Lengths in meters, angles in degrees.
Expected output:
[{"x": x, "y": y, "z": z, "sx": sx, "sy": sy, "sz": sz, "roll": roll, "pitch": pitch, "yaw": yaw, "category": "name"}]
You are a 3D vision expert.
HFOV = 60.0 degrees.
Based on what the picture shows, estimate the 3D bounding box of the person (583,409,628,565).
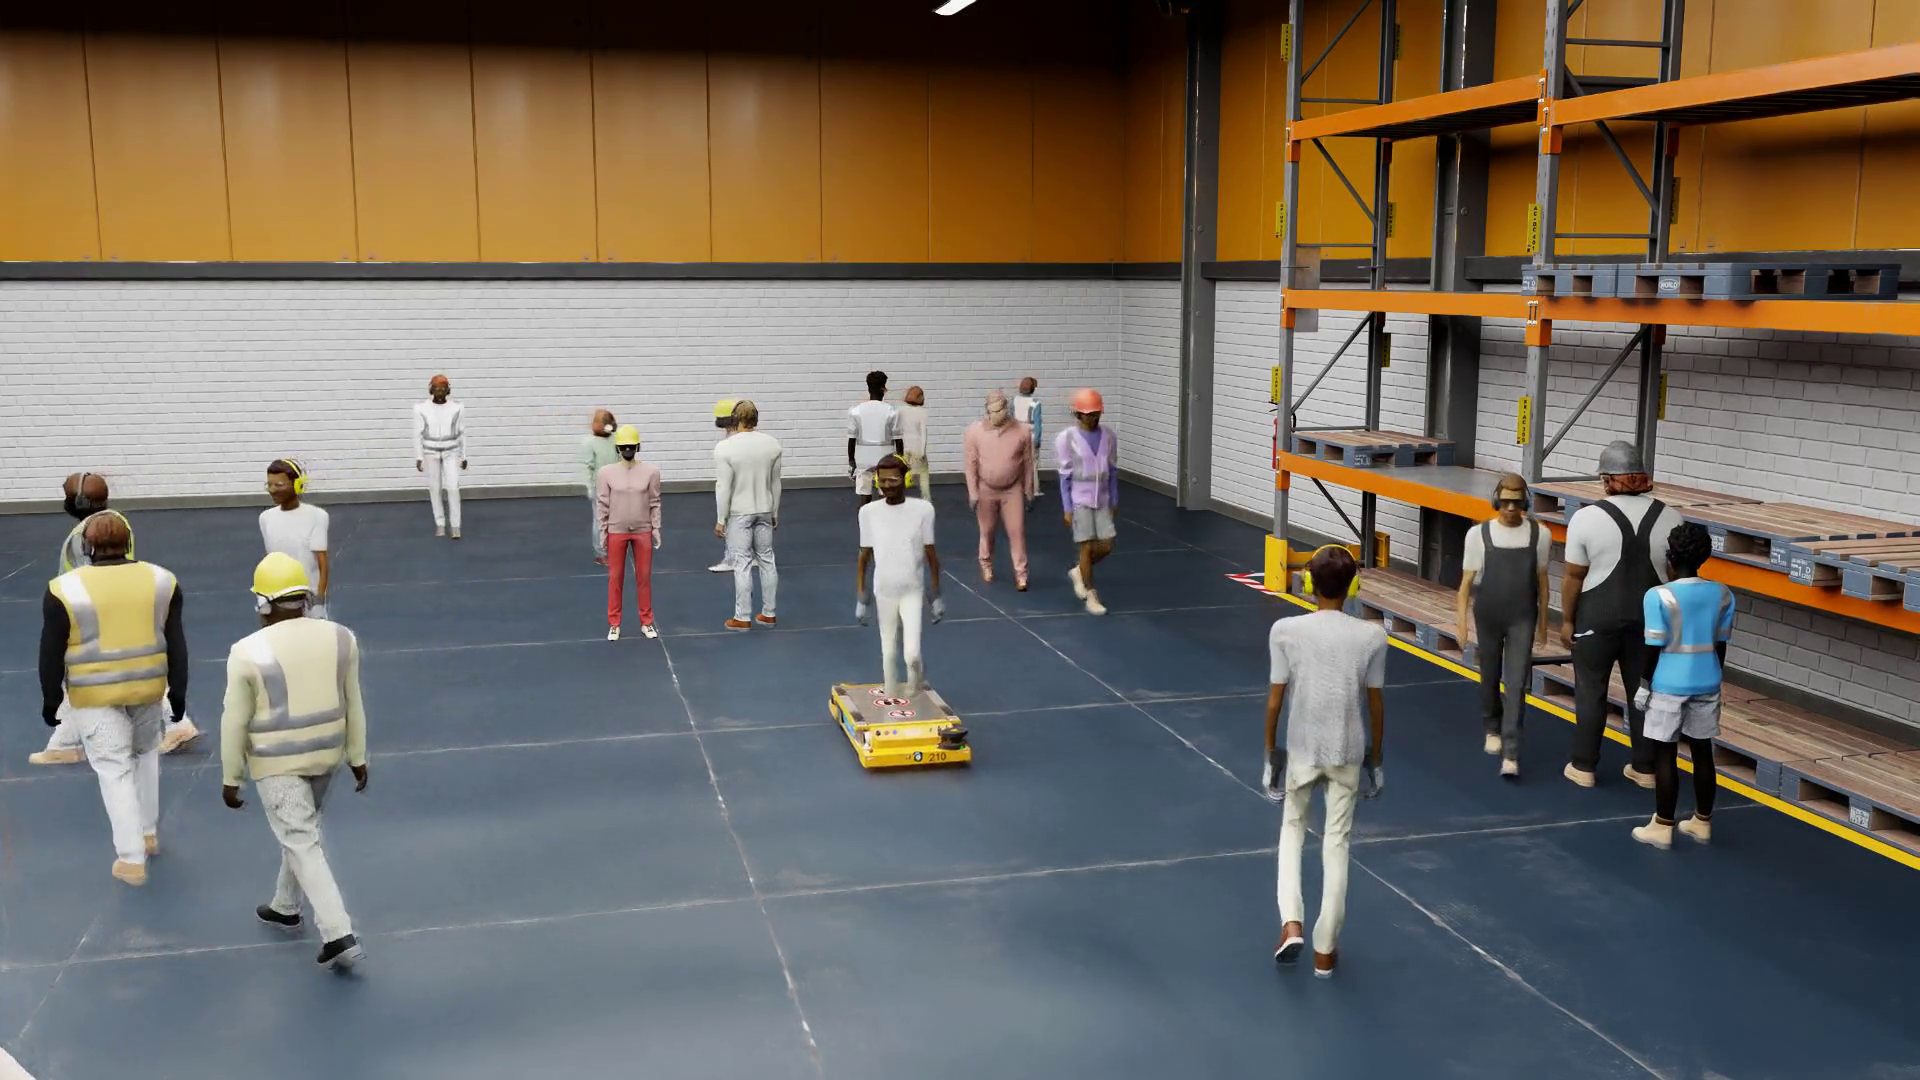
[{"x": -3.607, "y": -0.533, "z": 16.978, "sx": 0.433, "sy": 1.608, "sz": 0.532, "roll": 8, "pitch": 12, "yaw": 42, "category": "person"}]

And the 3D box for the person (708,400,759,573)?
[{"x": -2.233, "y": -0.543, "z": 16.694, "sx": 0.600, "sy": 1.730, "sz": 0.536, "roll": -1, "pitch": 9, "yaw": -6, "category": "person"}]

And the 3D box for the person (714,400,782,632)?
[{"x": -1.772, "y": -0.201, "z": 13.892, "sx": 0.629, "sy": 1.940, "sz": 0.379, "roll": -7, "pitch": 11, "yaw": -37, "category": "person"}]

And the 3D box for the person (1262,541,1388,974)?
[{"x": 1.559, "y": 0.931, "z": 7.088, "sx": 0.503, "sy": 1.858, "sz": 0.394, "roll": 2, "pitch": 9, "yaw": 14, "category": "person"}]

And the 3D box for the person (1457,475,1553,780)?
[{"x": 3.271, "y": 0.495, "z": 10.019, "sx": 0.529, "sy": 1.791, "sz": 0.983, "roll": 2, "pitch": 9, "yaw": 15, "category": "person"}]

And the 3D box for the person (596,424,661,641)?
[{"x": -2.689, "y": -0.060, "z": 13.553, "sx": 0.525, "sy": 1.769, "sz": 0.313, "roll": -3, "pitch": 10, "yaw": -18, "category": "person"}]

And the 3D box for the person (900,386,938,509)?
[{"x": -0.617, "y": -1.134, "z": 20.788, "sx": 0.502, "sy": 1.593, "sz": 0.839, "roll": 6, "pitch": 11, "yaw": 31, "category": "person"}]

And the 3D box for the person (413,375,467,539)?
[{"x": -5.834, "y": -0.923, "z": 18.691, "sx": 0.580, "sy": 1.845, "sz": 0.864, "roll": -3, "pitch": 9, "yaw": -16, "category": "person"}]

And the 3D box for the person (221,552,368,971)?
[{"x": -2.877, "y": 0.943, "z": 7.244, "sx": 0.946, "sy": 1.791, "sz": 0.605, "roll": 7, "pitch": 11, "yaw": 35, "category": "person"}]

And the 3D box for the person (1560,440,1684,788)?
[{"x": 3.823, "y": 0.418, "z": 9.714, "sx": 0.685, "sy": 2.000, "sz": 0.535, "roll": 0, "pitch": 9, "yaw": 1, "category": "person"}]

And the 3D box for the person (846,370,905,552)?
[{"x": -0.891, "y": -0.818, "z": 17.677, "sx": 0.616, "sy": 1.958, "sz": 0.365, "roll": 1, "pitch": 9, "yaw": 4, "category": "person"}]

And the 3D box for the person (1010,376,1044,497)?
[{"x": 0.852, "y": -1.358, "z": 22.086, "sx": 0.544, "sy": 1.622, "sz": 0.634, "roll": 6, "pitch": 11, "yaw": 33, "category": "person"}]

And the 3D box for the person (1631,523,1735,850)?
[{"x": 3.750, "y": 0.760, "z": 8.649, "sx": 0.539, "sy": 1.695, "sz": 0.319, "roll": -3, "pitch": 9, "yaw": -16, "category": "person"}]

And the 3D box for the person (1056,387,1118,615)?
[{"x": 1.102, "y": -0.347, "z": 14.595, "sx": 0.624, "sy": 2.008, "sz": 0.608, "roll": -4, "pitch": 10, "yaw": -25, "category": "person"}]

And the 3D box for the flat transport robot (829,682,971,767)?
[{"x": -0.412, "y": 1.149, "z": 10.656, "sx": 0.652, "sy": 0.197, "sz": 1.431, "roll": -2, "pitch": 9, "yaw": -13, "category": "flat transport robot"}]

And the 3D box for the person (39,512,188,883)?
[{"x": -4.246, "y": 0.759, "z": 8.298, "sx": 0.784, "sy": 1.814, "sz": 0.631, "roll": 8, "pitch": 12, "yaw": 42, "category": "person"}]

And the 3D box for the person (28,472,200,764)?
[{"x": -5.197, "y": 0.473, "z": 10.155, "sx": 0.956, "sy": 1.809, "sz": 0.628, "roll": -1, "pitch": 9, "yaw": -4, "category": "person"}]

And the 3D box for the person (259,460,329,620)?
[{"x": -4.223, "y": 0.389, "z": 10.592, "sx": 0.512, "sy": 1.822, "sz": 0.981, "roll": 1, "pitch": 9, "yaw": 6, "category": "person"}]

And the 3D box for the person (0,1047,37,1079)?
[{"x": -3.292, "y": 1.198, "z": 5.157, "sx": 0.865, "sy": 1.944, "sz": 0.615, "roll": 0, "pitch": 9, "yaw": -2, "category": "person"}]

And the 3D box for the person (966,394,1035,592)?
[{"x": 0.383, "y": -0.464, "z": 15.879, "sx": 0.654, "sy": 1.847, "sz": 0.918, "roll": 0, "pitch": 9, "yaw": 0, "category": "person"}]

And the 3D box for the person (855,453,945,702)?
[{"x": -0.389, "y": 0.367, "z": 10.612, "sx": 0.569, "sy": 1.849, "sz": 0.443, "roll": 1, "pitch": 9, "yaw": 8, "category": "person"}]
